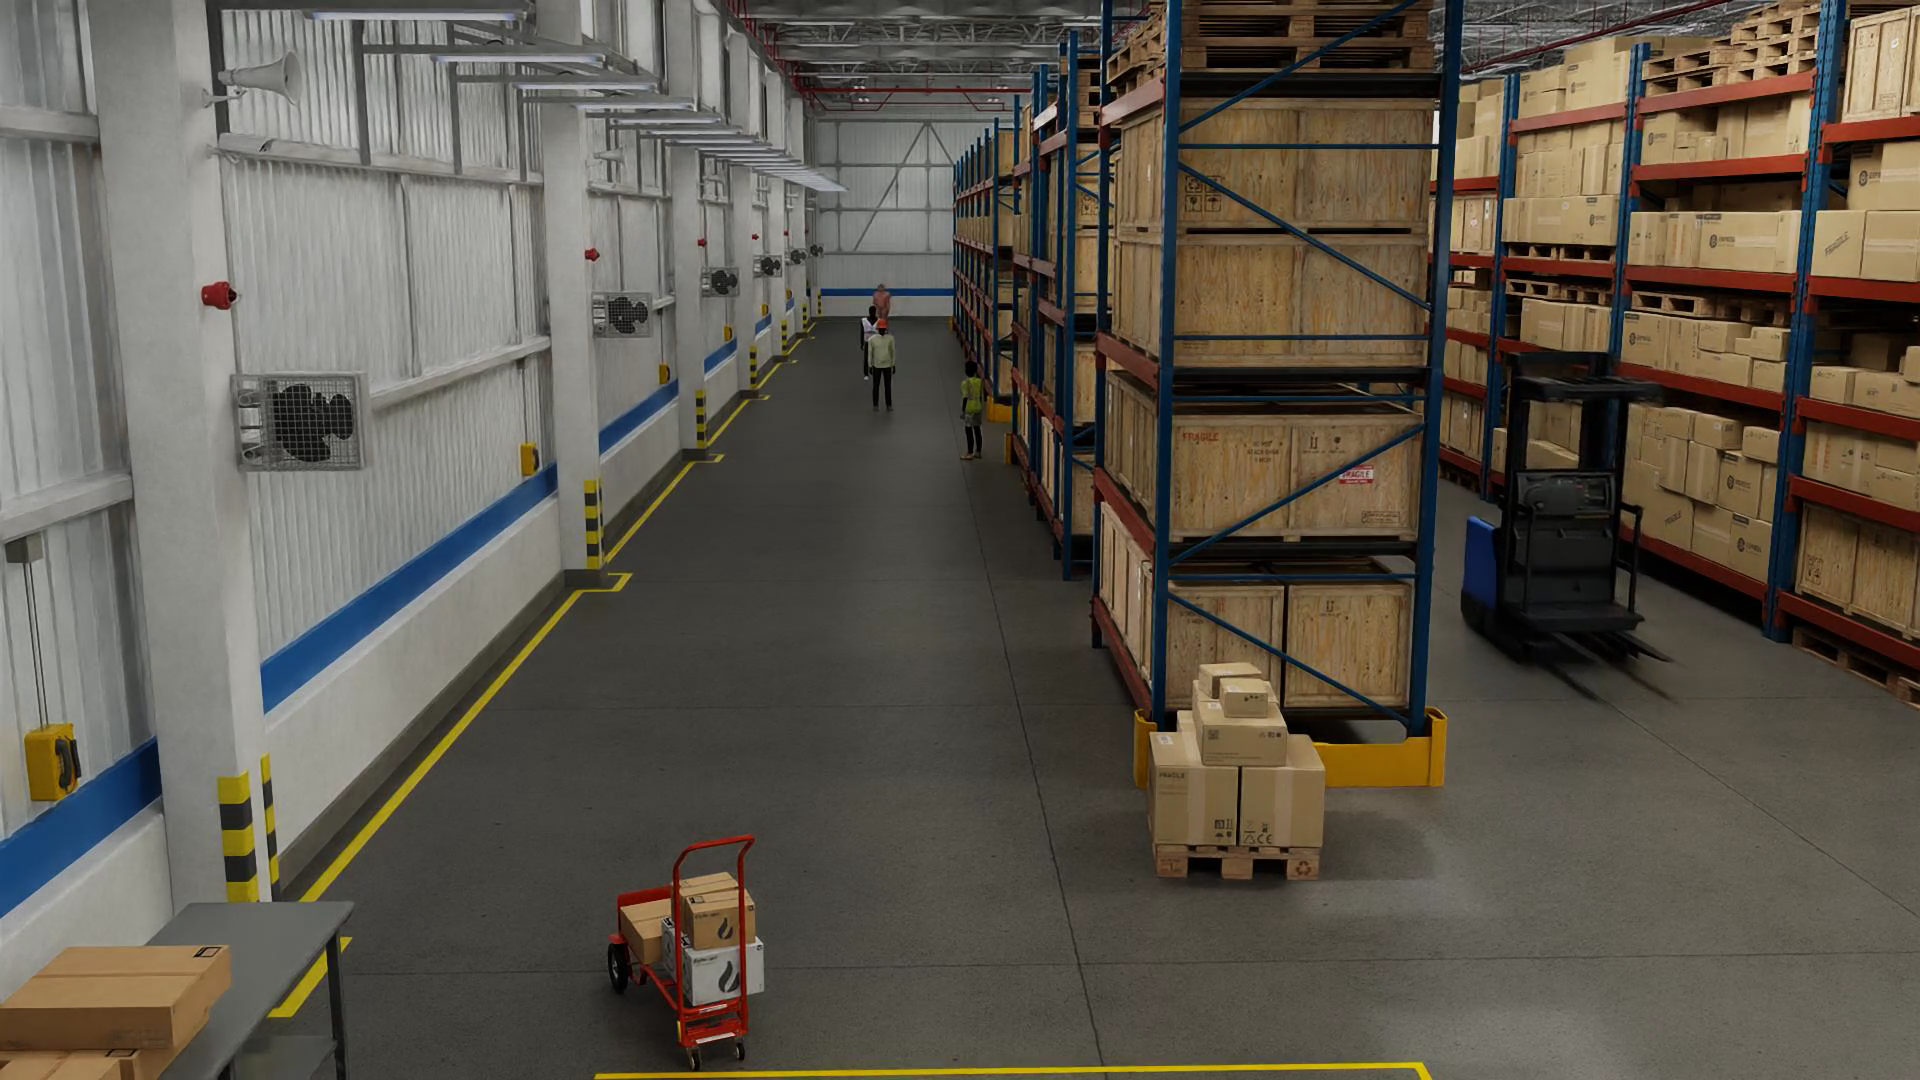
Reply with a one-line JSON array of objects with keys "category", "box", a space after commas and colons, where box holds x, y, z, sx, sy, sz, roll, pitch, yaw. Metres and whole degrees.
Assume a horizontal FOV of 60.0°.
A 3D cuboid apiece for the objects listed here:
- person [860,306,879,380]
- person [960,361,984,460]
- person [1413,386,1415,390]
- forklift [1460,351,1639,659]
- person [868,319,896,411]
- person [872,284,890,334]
[{"category": "person", "box": [-2.262, -5.052, 42.679, 0.600, 1.907, 0.397, -2, 11, -10]}, {"category": "person", "box": [0.192, -2.214, 28.446, 0.316, 1.698, 0.542, 8, 14, 37]}, {"category": "person", "box": [10.931, -4.564, 40.266, 0.634, 1.863, 1.014, 2, 11, 8]}, {"category": "forklift", "box": [5.700, -0.425, 16.060, 1.129, 2.768, 1.873, 0, 11, -2]}, {"category": "person", "box": [-1.666, -3.755, 35.724, 0.618, 1.986, 0.407, -3, 11, -16]}, {"category": "person", "box": [-2.802, -8.198, 59.196, 0.644, 1.861, 0.973, 2, 11, 9]}]
